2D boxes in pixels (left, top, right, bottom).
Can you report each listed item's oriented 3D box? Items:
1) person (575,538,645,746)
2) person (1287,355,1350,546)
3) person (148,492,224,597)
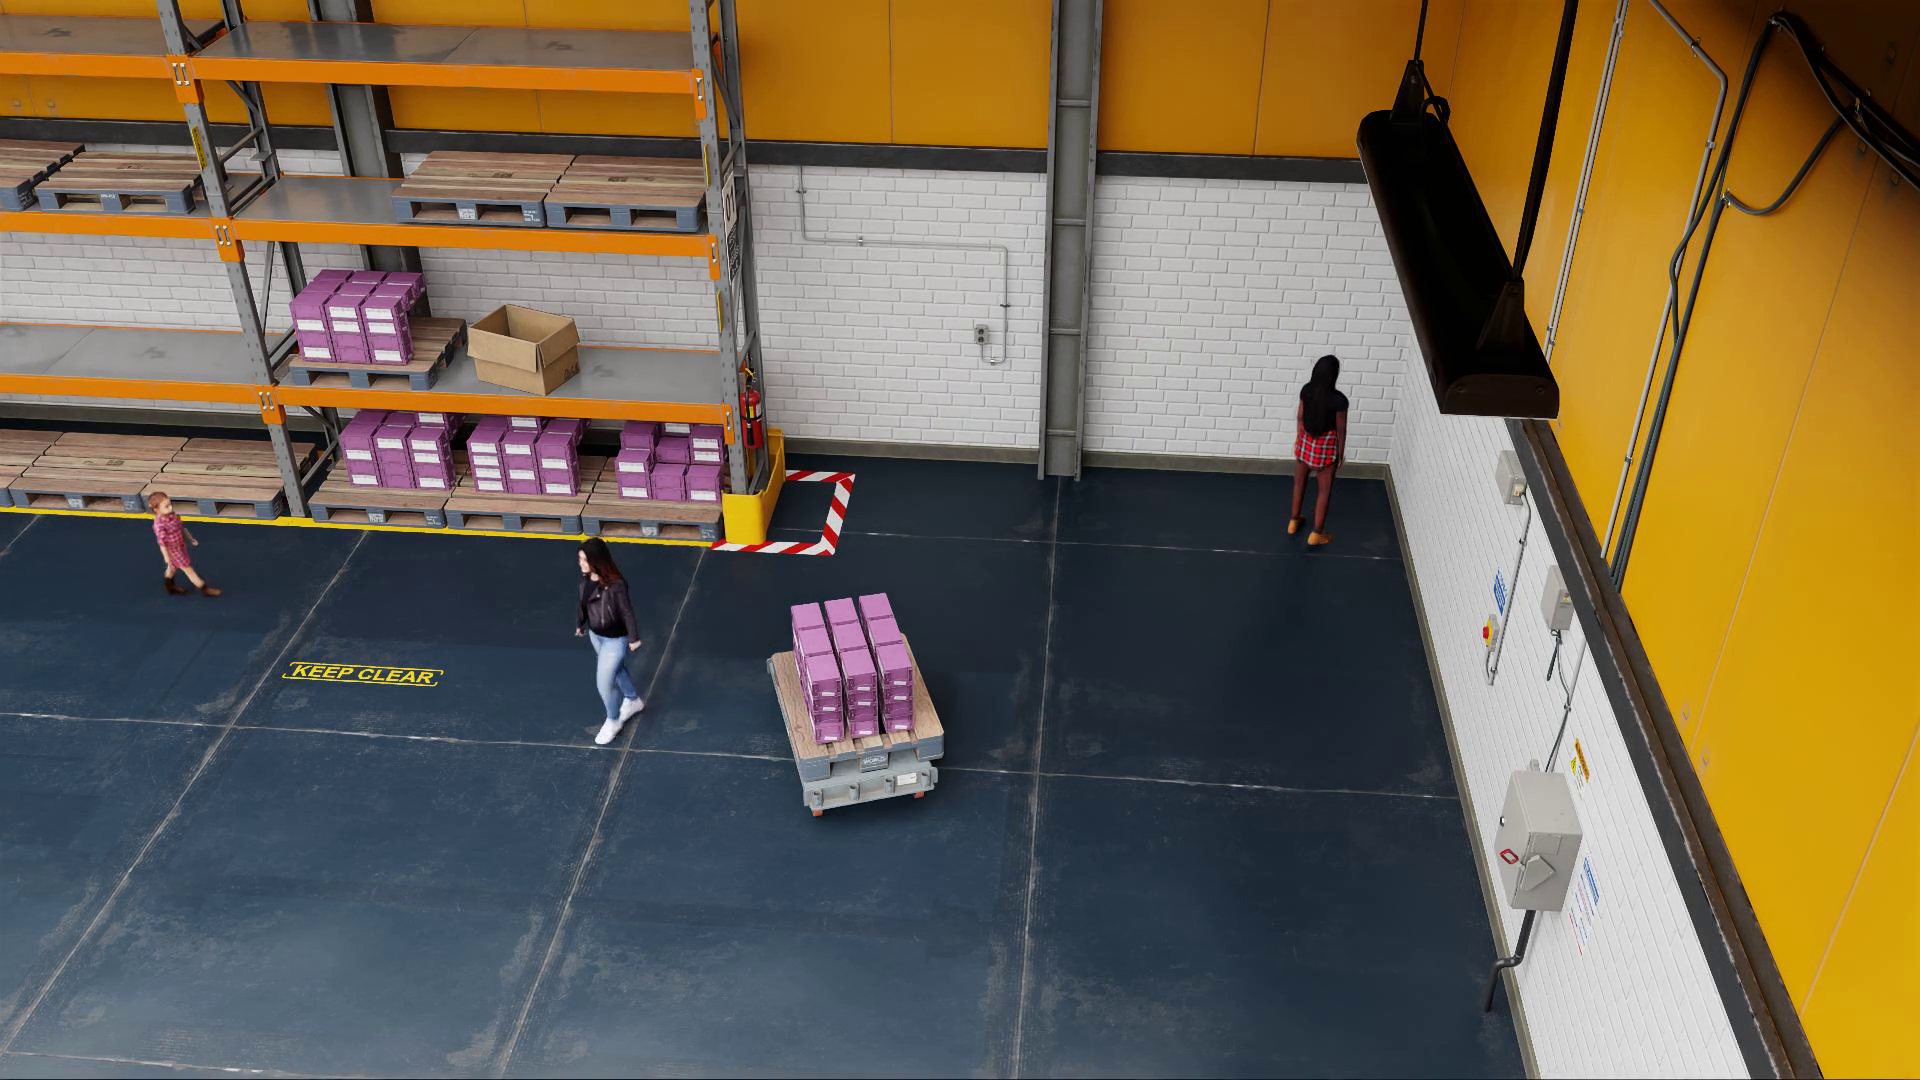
[{"bbox_3d":[-2.467,0.650,11.985,0.872,1.620,0.932,26,41,33],"label":"person"},{"bbox_3d":[3.018,-0.774,14.020,0.728,1.739,0.801,24,40,31],"label":"person"},{"bbox_3d":[-6.402,0.039,13.464,0.724,1.002,0.439,2,34,3],"label":"person"}]
